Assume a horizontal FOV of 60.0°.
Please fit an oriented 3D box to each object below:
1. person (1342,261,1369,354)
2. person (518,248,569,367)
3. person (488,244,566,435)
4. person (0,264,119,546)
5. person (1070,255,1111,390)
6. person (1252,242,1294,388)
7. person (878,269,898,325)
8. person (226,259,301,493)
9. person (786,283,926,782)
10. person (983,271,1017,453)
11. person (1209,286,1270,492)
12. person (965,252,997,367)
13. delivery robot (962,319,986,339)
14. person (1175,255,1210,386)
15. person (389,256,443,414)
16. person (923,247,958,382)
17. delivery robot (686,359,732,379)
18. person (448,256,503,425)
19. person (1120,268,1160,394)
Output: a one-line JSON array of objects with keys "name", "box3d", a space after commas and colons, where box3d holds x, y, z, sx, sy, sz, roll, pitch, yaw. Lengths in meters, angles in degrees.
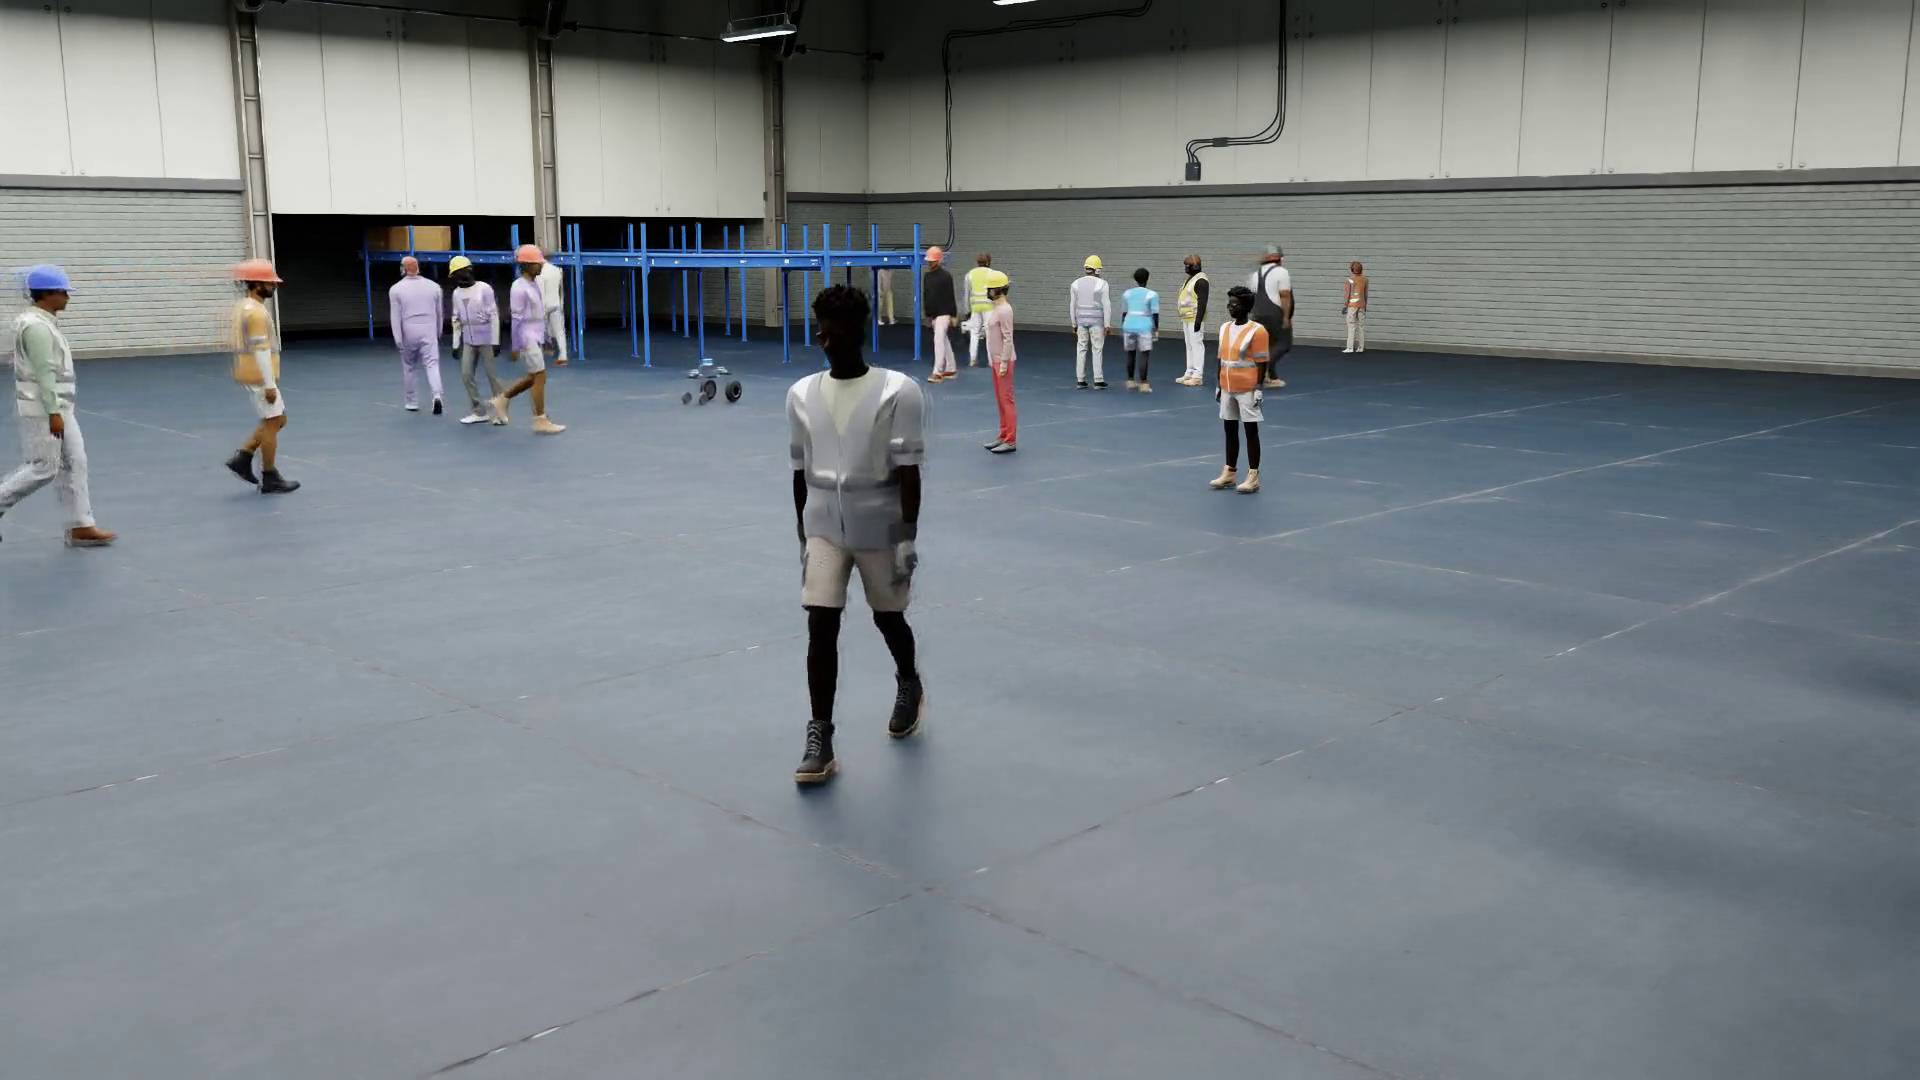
[{"name": "person", "box3d": [7.103, -4.175, 29.888, 0.514, 1.641, 0.309, -5, 11, -24]}, {"name": "person", "box3d": [-6.790, -3.782, 27.051, 0.997, 1.891, 0.641, 6, 12, 29]}, {"name": "person", "box3d": [-4.674, -2.147, 17.791, 0.791, 2.023, 0.612, 1, 10, 3]}, {"name": "person", "box3d": [-6.238, -0.890, 11.207, 0.799, 1.922, 0.619, -3, 11, -17]}, {"name": "person", "box3d": [1.821, -3.008, 22.999, 0.600, 1.829, 0.404, 6, 12, 31]}, {"name": "person", "box3d": [4.354, -3.110, 23.101, 0.601, 2.000, 0.715, -5, 12, -27]}, {"name": "person", "box3d": [-1.735, -5.827, 39.070, 0.503, 1.559, 0.880, -7, 12, -33]}, {"name": "person", "box3d": [-5.759, -1.345, 13.683, 0.464, 1.919, 0.569, -6, 12, -28]}, {"name": "person", "box3d": [-0.405, -0.067, 6.703, 0.603, 1.934, 0.946, 3, 11, 15]}, {"name": "person", "box3d": [0.385, -1.744, 16.293, 0.327, 1.765, 0.528, -1, 10, -7]}, {"name": "person", "box3d": [2.321, -1.251, 13.786, 0.319, 1.695, 0.539, -7, 13, -35]}, {"name": "person", "box3d": [0.396, -3.756, 27.066, 0.627, 1.842, 0.429, 5, 12, 26]}, {"name": "delivery robot", "box3d": [0.284, -4.203, 32.863, 0.477, 0.478, 0.707, -4, 11, -18]}, {"name": "person", "box3d": [3.302, -3.121, 23.611, 0.429, 1.838, 0.621, -2, 11, -9]}, {"name": "person", "box3d": [-6.474, -2.454, 19.899, 0.644, 1.867, 0.957, -6, 12, -30]}, {"name": "person", "box3d": [-0.271, -3.305, 24.364, 0.752, 1.949, 0.677, -7, 13, -34]}, {"name": "delivery robot", "box3d": [-3.205, -2.195, 21.205, 0.335, 0.223, 0.698, 6, 12, 31]}, {"name": "person", "box3d": [-5.360, -2.221, 18.591, 0.639, 1.878, 0.484, 4, 11, 22]}, {"name": "person", "box3d": [2.434, -2.837, 22.522, 0.592, 1.667, 0.702, 5, 11, 24]}]
